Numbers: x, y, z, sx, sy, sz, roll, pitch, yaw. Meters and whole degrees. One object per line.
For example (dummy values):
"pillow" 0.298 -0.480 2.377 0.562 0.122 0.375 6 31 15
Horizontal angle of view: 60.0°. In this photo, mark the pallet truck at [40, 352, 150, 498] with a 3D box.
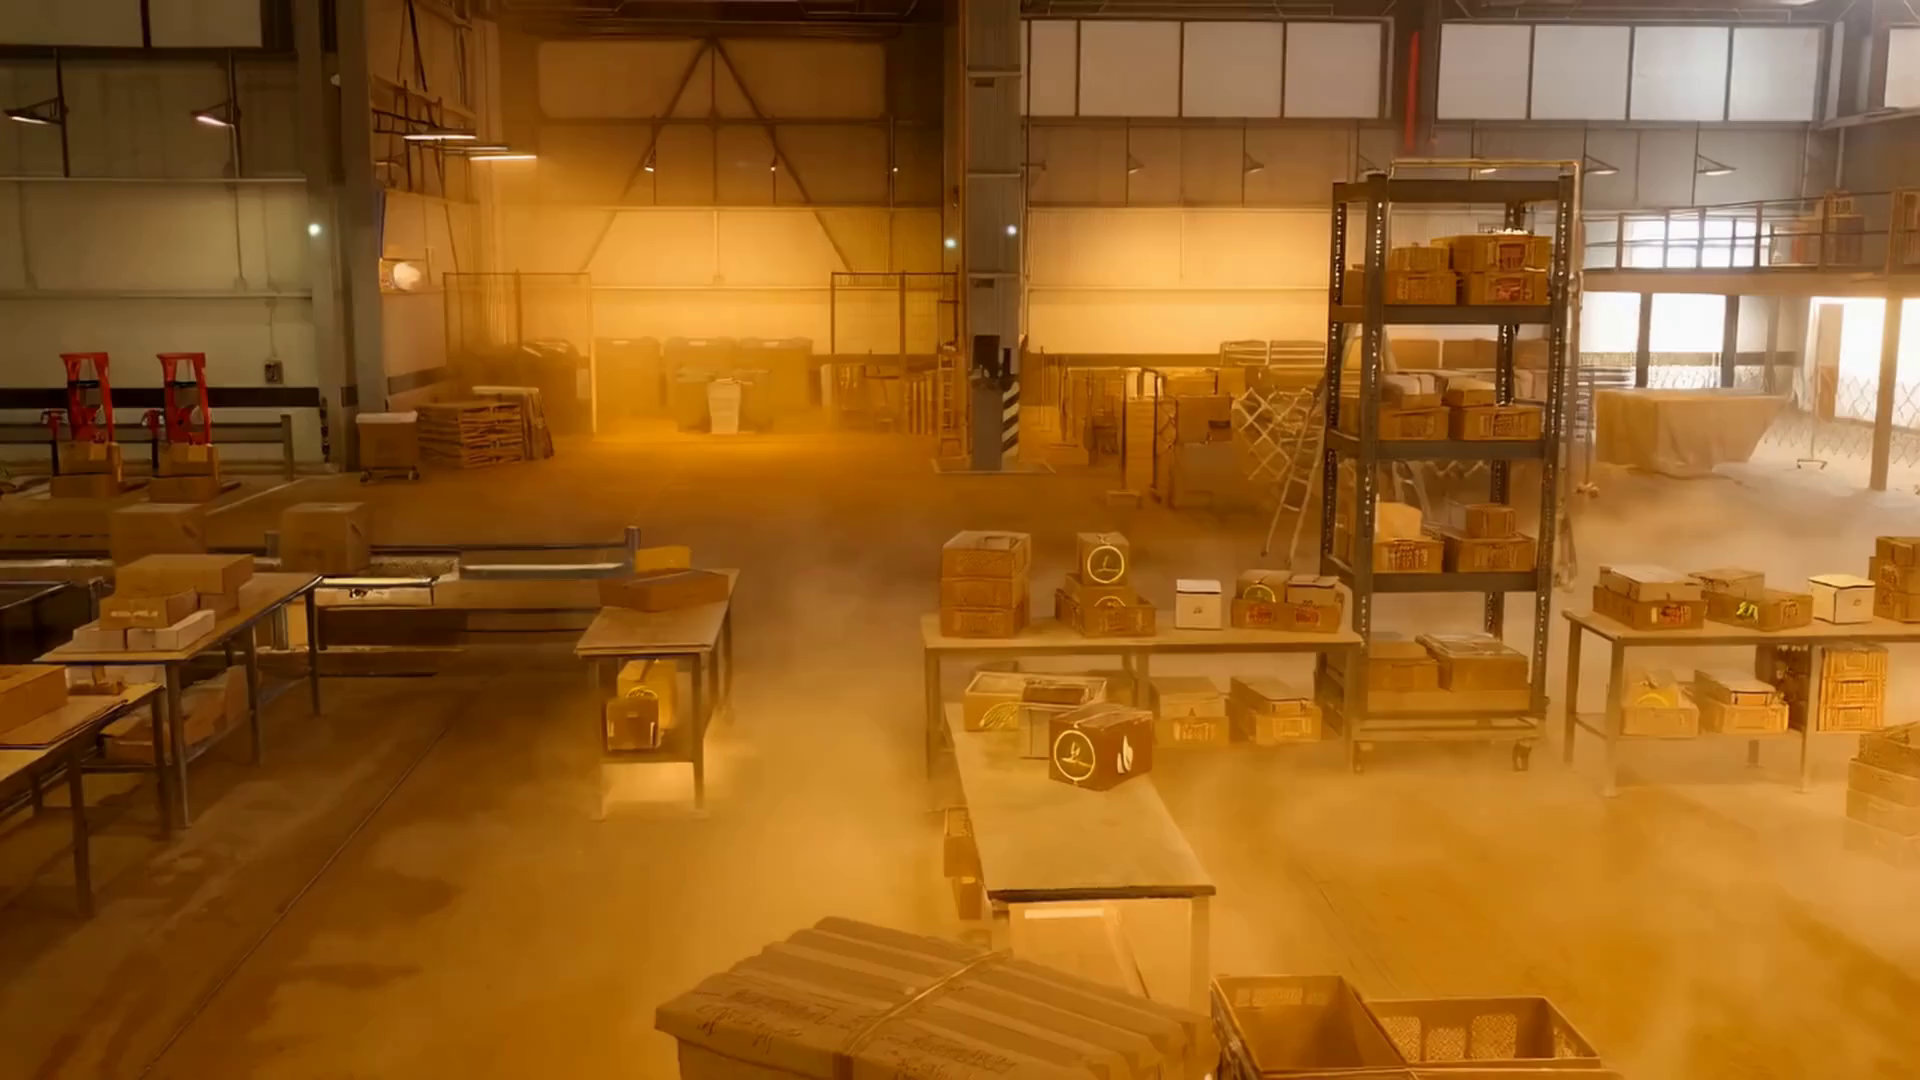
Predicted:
"pallet truck" -11.907 -1.642 23.165 0.823 1.965 1.885 0 9 0

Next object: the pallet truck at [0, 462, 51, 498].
"pallet truck" -13.193 -1.293 23.148 0.653 1.274 1.630 -1 9 -4

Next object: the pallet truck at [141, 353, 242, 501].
"pallet truck" -10.520 -1.604 22.925 0.823 1.965 1.885 -1 9 -6
